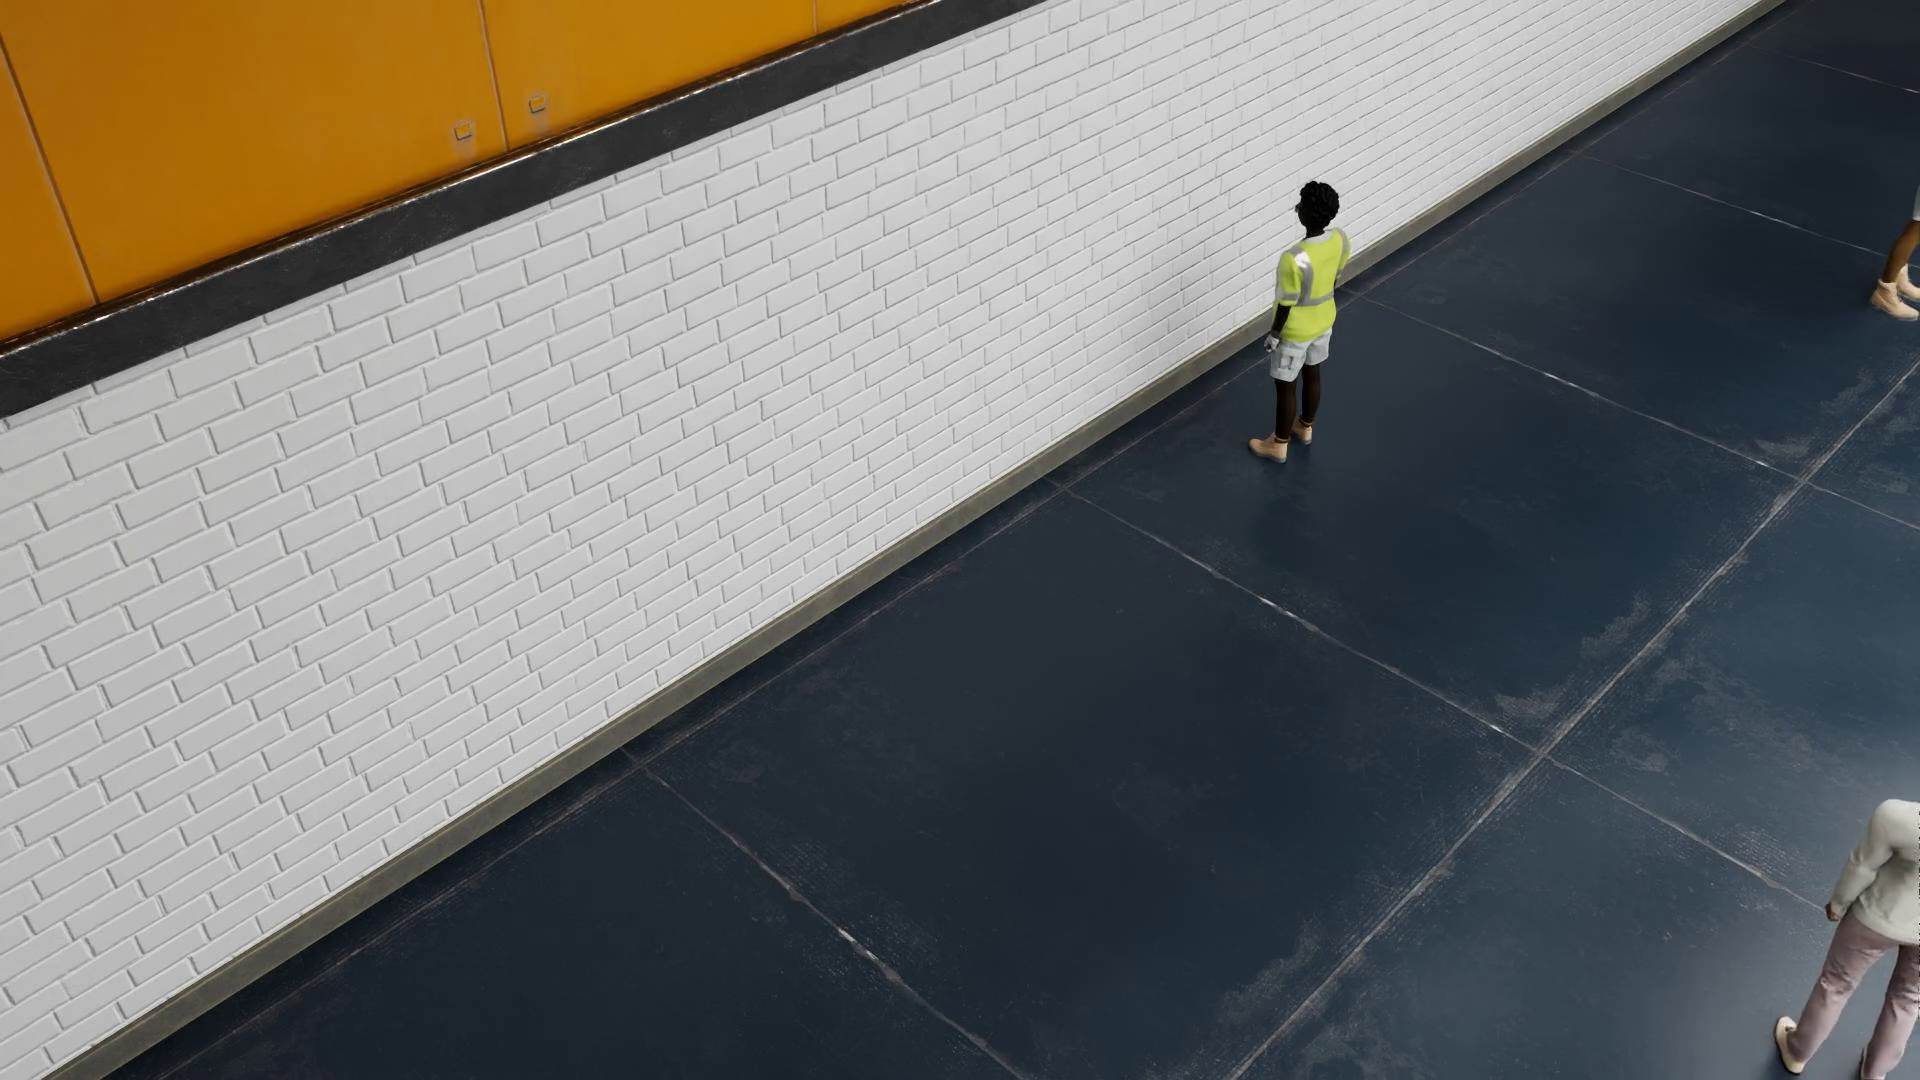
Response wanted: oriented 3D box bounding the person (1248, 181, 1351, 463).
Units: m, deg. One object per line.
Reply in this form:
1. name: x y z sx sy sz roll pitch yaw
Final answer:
1. person: 1.902 -1.208 9.286 0.535 1.696 0.318 -30 48 -32

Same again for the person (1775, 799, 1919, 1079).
1. person: 3.427 1.354 6.035 0.522 1.758 0.344 13 40 16

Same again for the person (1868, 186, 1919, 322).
1. person: 6.266 -2.363 10.456 0.388 2.040 0.613 27 46 30
